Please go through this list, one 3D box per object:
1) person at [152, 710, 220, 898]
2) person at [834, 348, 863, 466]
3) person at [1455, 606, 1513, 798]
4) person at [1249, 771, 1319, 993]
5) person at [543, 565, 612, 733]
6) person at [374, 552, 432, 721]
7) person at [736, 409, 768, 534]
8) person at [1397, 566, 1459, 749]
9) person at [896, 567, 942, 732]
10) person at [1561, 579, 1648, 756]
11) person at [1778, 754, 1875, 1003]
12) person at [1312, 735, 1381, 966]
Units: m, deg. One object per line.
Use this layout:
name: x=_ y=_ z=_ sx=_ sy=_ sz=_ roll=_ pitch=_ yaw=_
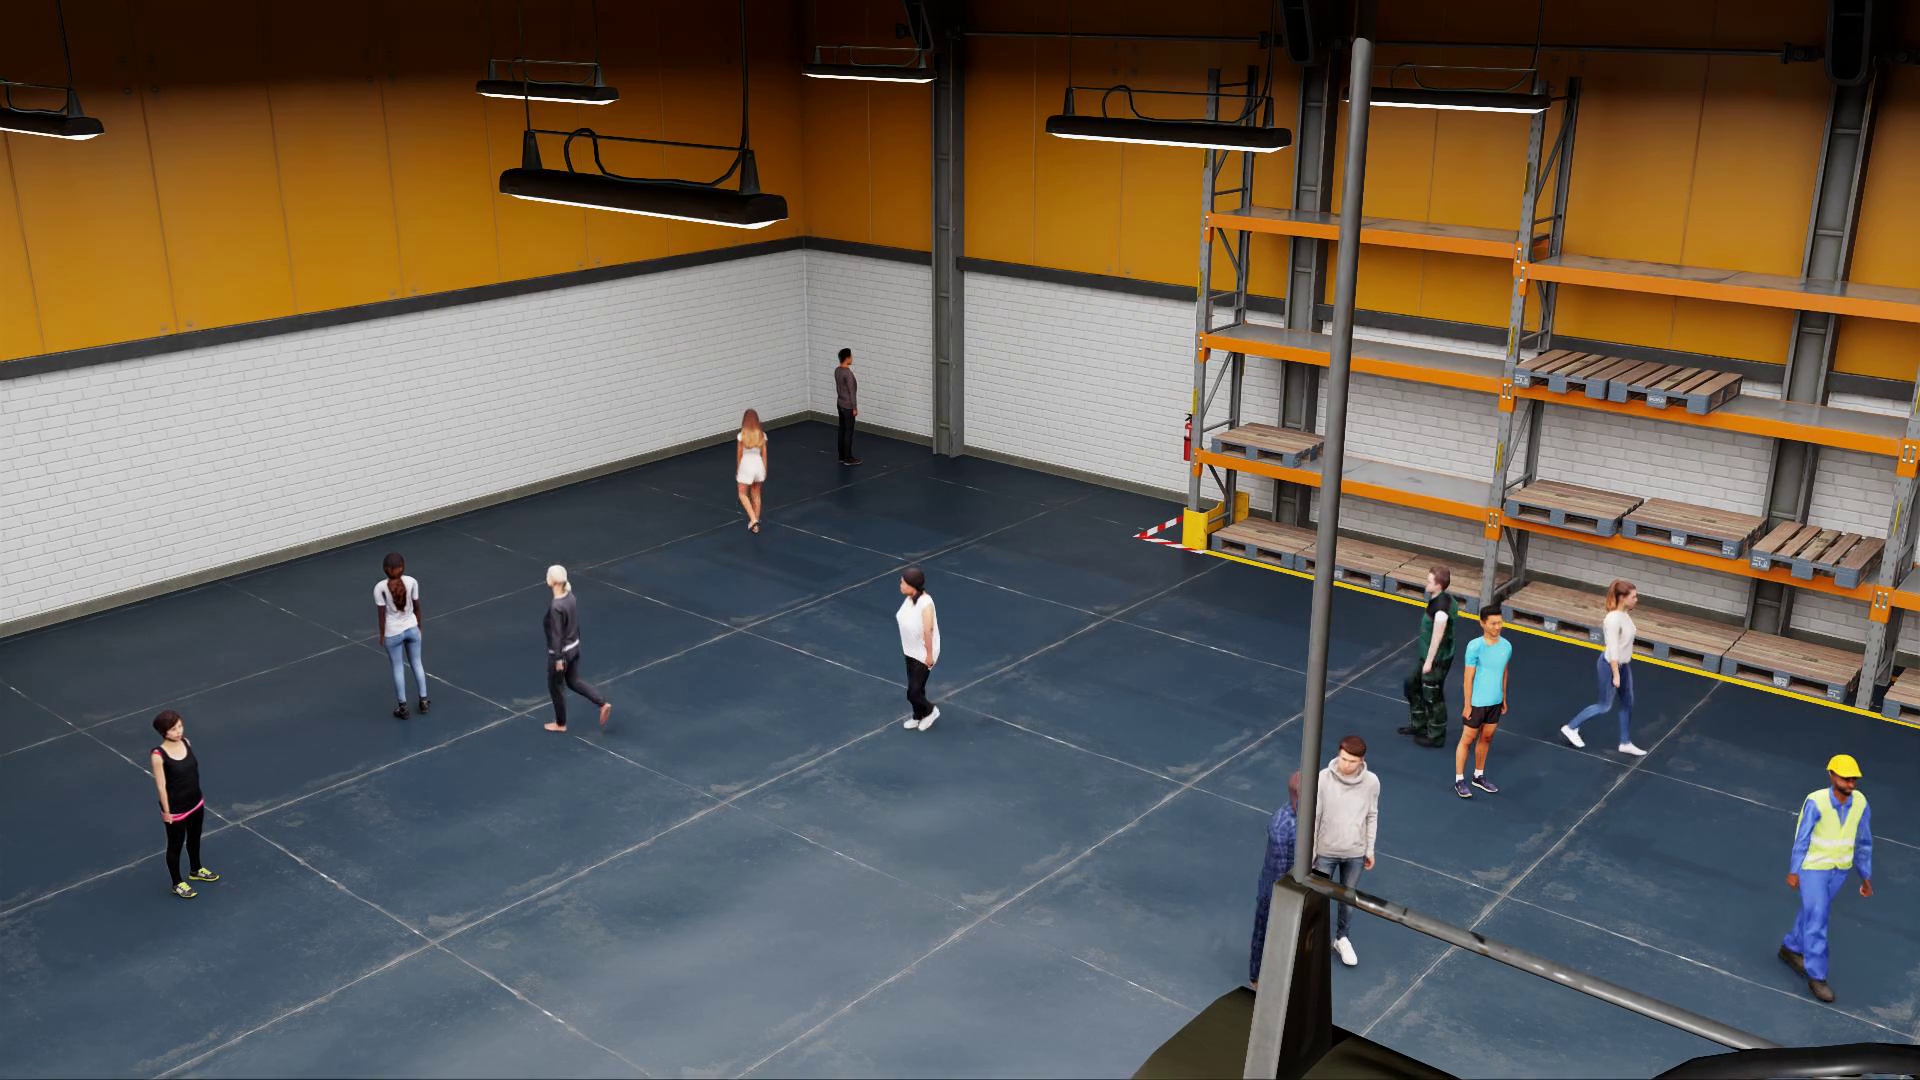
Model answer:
person: x=-6.241 y=2.076 z=13.316 sx=0.622 sy=1.552 sz=0.615 roll=5 pitch=19 yaw=15
person: x=-1.731 y=-2.029 z=25.172 sx=0.759 sy=1.766 sz=0.585 roll=-3 pitch=19 yaw=-8
person: x=4.672 y=1.429 z=14.886 sx=0.692 sy=1.777 sz=0.687 roll=-7 pitch=20 yaw=-20
person: x=2.252 y=2.436 z=11.866 sx=0.780 sy=1.794 sz=0.890 roll=-14 pitch=23 yaw=-36
person: x=-3.748 y=1.071 z=16.055 sx=1.017 sy=1.708 sz=0.851 roll=5 pitch=19 yaw=14
person: x=-5.522 y=0.929 z=16.461 sx=0.628 sy=1.719 sz=0.595 roll=-14 pitch=23 yaw=-35
person: x=-2.728 y=-0.874 z=21.878 sx=0.750 sy=1.679 sz=0.836 roll=-8 pitch=20 yaw=-21
person: x=4.567 y=1.124 z=15.715 sx=0.822 sy=1.826 sz=0.783 roll=5 pitch=19 yaw=16
person: x=-0.343 y=1.058 z=16.145 sx=0.844 sy=1.676 sz=0.739 roll=-7 pitch=20 yaw=-19
person: x=6.084 y=1.210 z=15.657 sx=0.971 sy=1.699 sz=0.615 roll=15 pitch=24 yaw=38
person: x=6.244 y=2.351 z=12.119 sx=0.993 sy=1.796 sz=1.078 roll=-4 pitch=19 yaw=-12
person: x=2.812 y=2.262 z=12.298 sx=0.731 sy=1.849 sz=0.820 roll=1 pitch=19 yaw=2
